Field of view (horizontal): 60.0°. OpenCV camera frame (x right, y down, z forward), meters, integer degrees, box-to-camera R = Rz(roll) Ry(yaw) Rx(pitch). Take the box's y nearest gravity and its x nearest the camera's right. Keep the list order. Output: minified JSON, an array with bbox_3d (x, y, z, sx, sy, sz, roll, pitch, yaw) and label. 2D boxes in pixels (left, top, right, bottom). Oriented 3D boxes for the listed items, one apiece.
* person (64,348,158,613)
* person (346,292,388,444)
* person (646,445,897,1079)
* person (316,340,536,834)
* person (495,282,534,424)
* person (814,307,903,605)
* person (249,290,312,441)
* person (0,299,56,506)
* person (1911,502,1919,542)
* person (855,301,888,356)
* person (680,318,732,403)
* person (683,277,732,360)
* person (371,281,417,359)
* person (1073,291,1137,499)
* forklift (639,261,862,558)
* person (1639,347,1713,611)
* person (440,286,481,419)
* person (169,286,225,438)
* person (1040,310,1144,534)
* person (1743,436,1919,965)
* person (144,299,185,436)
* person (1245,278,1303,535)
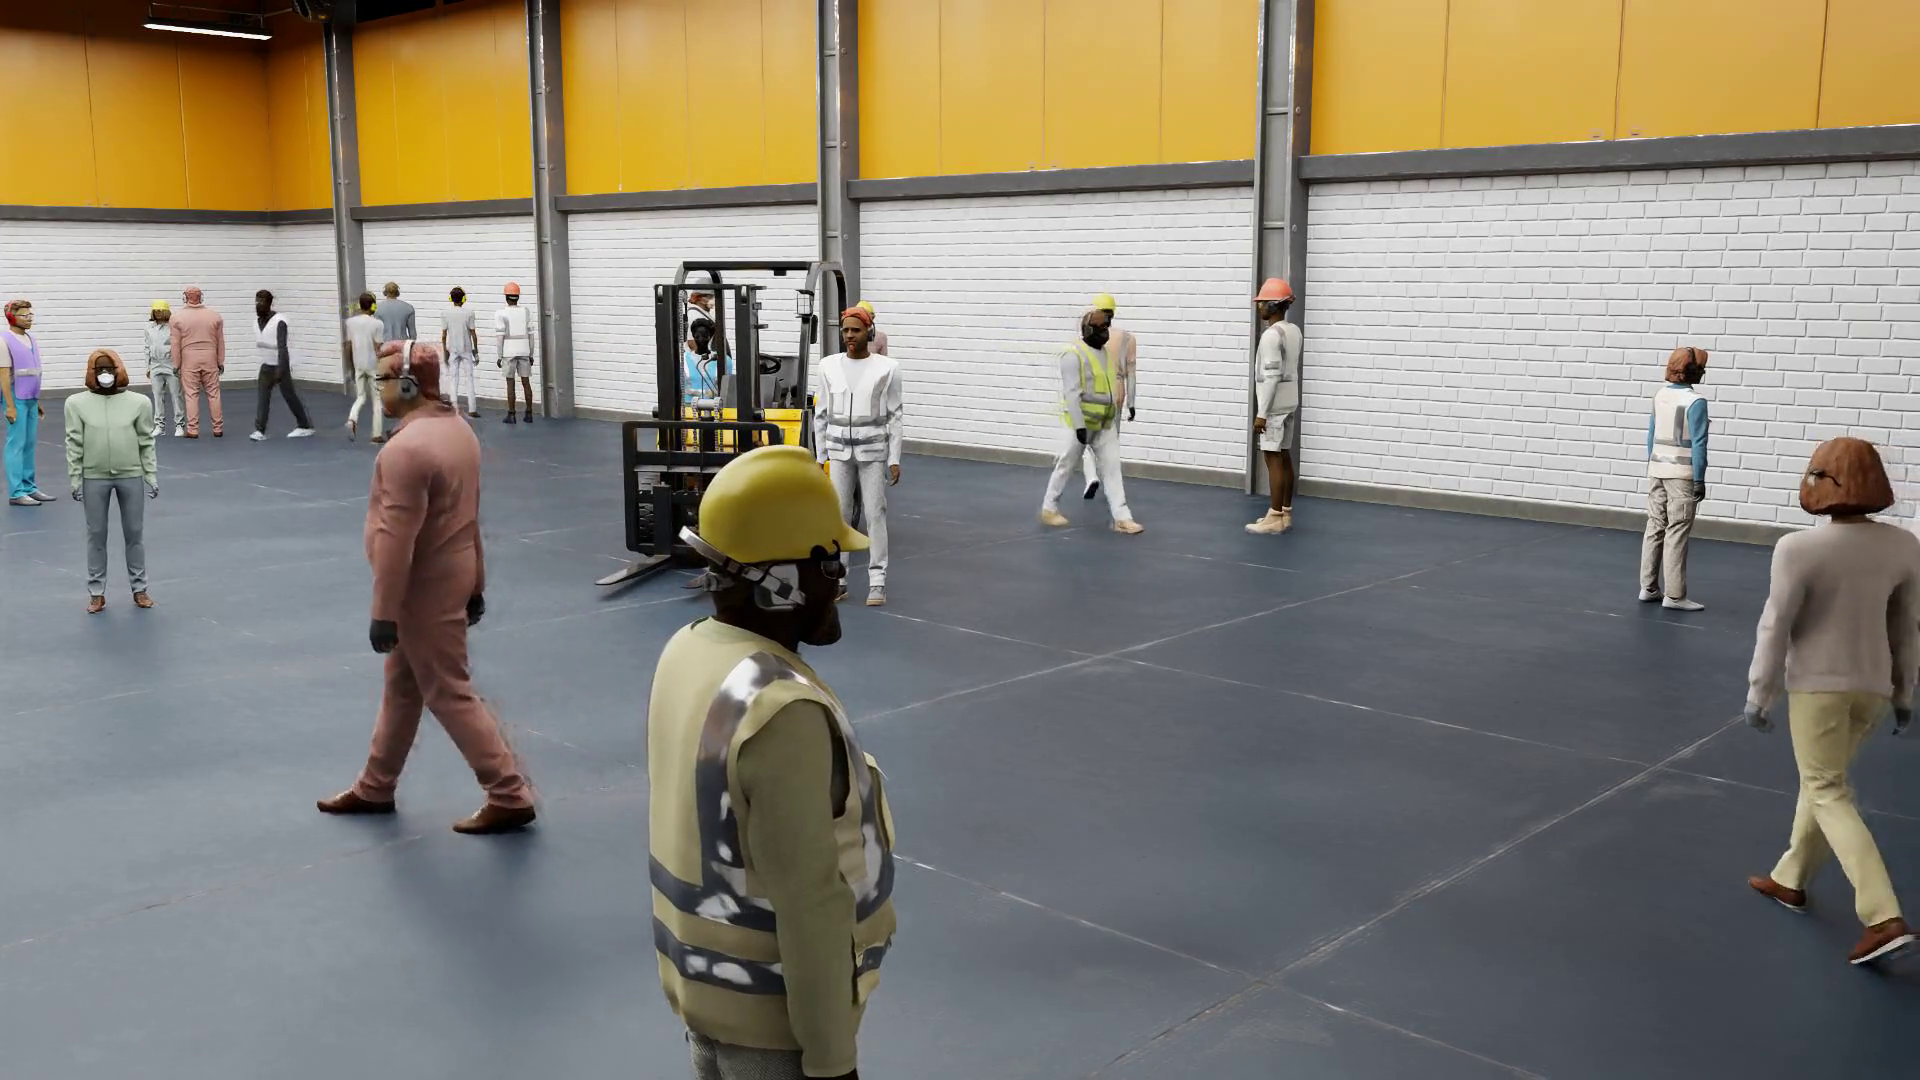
[{"bbox_3d":[-5.256,-0.371,10.329,0.498,1.634,0.282,-5,11,-28],"label":"person"},{"bbox_3d":[-7.173,-2.061,20.033,0.538,1.850,0.587,1,9,8],"label":"person"},{"bbox_3d":[-0.311,0.751,2.842,0.403,1.833,0.591,-5,11,-28],"label":"person"},{"bbox_3d":[-2.038,0.181,6.267,0.907,1.866,0.664,0,9,0],"label":"person"},{"bbox_3d":[-6.117,-2.565,22.856,0.543,1.939,0.355,-7,11,-35],"label":"person"},{"bbox_3d":[-0.647,-0.523,10.504,0.572,1.883,0.356,2,9,12],"label":"person"},{"bbox_3d":[-8.526,-2.177,20.721,0.602,1.870,0.940,4,10,25],"label":"person"},{"bbox_3d":[-8.459,-1.234,14.970,0.393,1.846,0.564,-1,9,-4],"label":"person"},{"bbox_3d":[5.984,-0.391,9.819,0.576,1.850,0.933,-4,10,-25],"label":"person"},{"bbox_3d":[-1.042,-1.721,18.202,0.533,1.768,0.313,-5,11,-28],"label":"person"},{"bbox_3d":[-2.230,-1.079,14.496,0.553,1.699,0.317,-1,9,-7],"label":"person"},{"bbox_3d":[-2.766,-1.860,18.214,0.535,2.000,0.684,0,9,-3],"label":"person"},{"bbox_3d":[-8.283,-2.813,24.369,0.634,1.937,0.355,-5,10,-26],"label":"person"},{"bbox_3d":[1.313,-1.324,15.322,0.625,1.921,0.586,0,9,1],"label":"person"},{"bbox_3d":[-1.552,-1.040,12.721,1.214,2.155,2.313,2,9,11],"label":"forklift"},{"bbox_3d":[4.478,-0.384,10.394,0.310,1.638,0.523,-2,9,-11],"label":"person"},{"bbox_3d":[-7.071,-2.647,23.568,0.508,1.872,0.329,-1,9,-4],"label":"person"},{"bbox_3d":[-9.562,-2.226,20.870,0.643,1.909,0.410,-8,12,-39],"label":"person"},{"bbox_3d":[1.033,-0.962,13.496,0.631,1.799,0.971,-9,13,-43],"label":"person"},{"bbox_3d":[2.774,0.481,5.201,0.504,1.606,0.805,-2,9,-10],"label":"person"},{"bbox_3d":[-10.079,-2.178,21.072,0.487,1.746,0.287,0,9,-2],"label":"person"},{"bbox_3d":[2.505,-1.064,13.321,0.378,2.045,0.605,5,11,29],"label":"person"}]
